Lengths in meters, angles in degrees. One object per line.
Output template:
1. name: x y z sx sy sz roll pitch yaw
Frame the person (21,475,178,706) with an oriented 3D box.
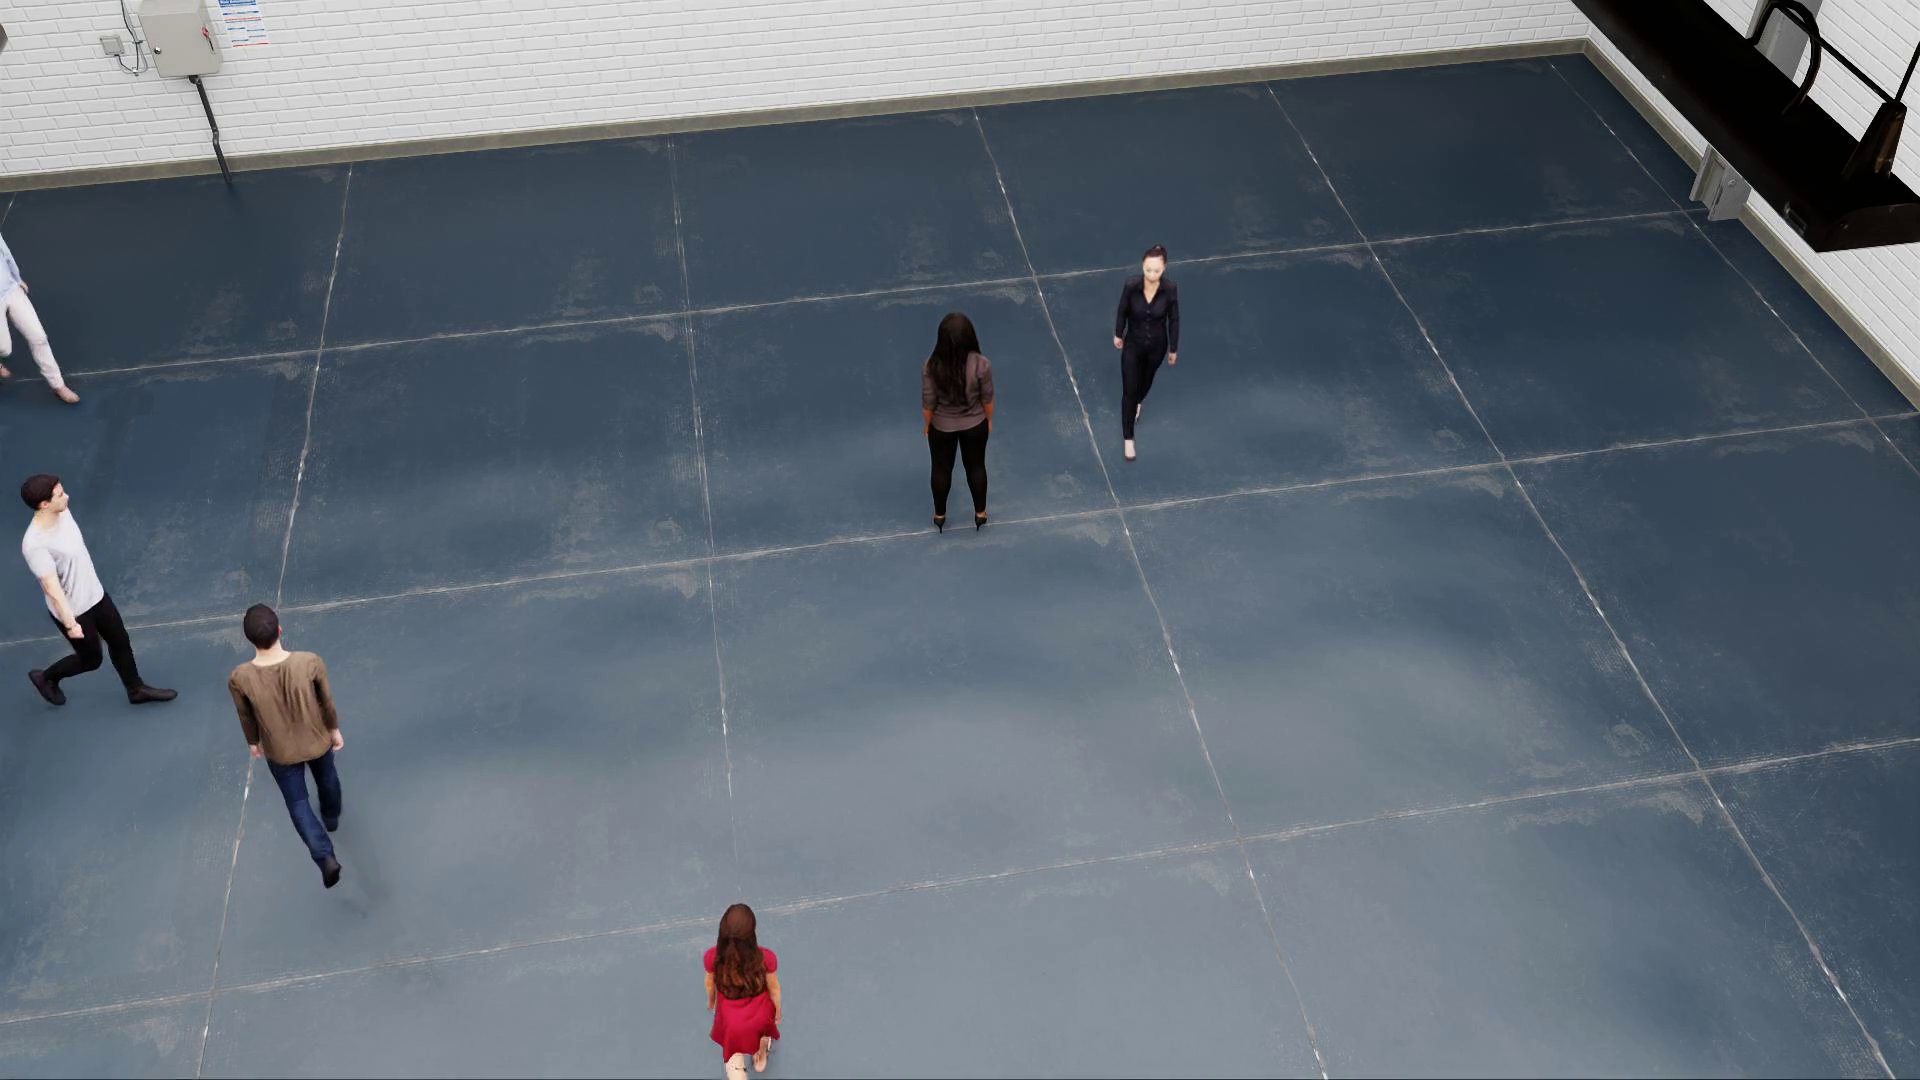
1. person: -5.499 0.388 10.198 0.894 1.834 1.050 3 44 3

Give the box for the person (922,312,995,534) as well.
1. person: -0.012 -0.778 11.418 0.680 1.841 0.645 0 44 0

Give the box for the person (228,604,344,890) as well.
1. person: -3.713 1.180 9.348 0.899 1.861 1.171 -23 48 -22

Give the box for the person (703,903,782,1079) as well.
1. person: -1.084 2.389 8.315 0.558 1.535 0.925 -5 44 -5

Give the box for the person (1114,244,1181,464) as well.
1. person: 1.358 -1.462 12.256 0.757 1.675 1.050 2 44 2

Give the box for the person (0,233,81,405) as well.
1. person: -7.313 -1.825 12.503 1.188 1.860 1.191 18 46 18
